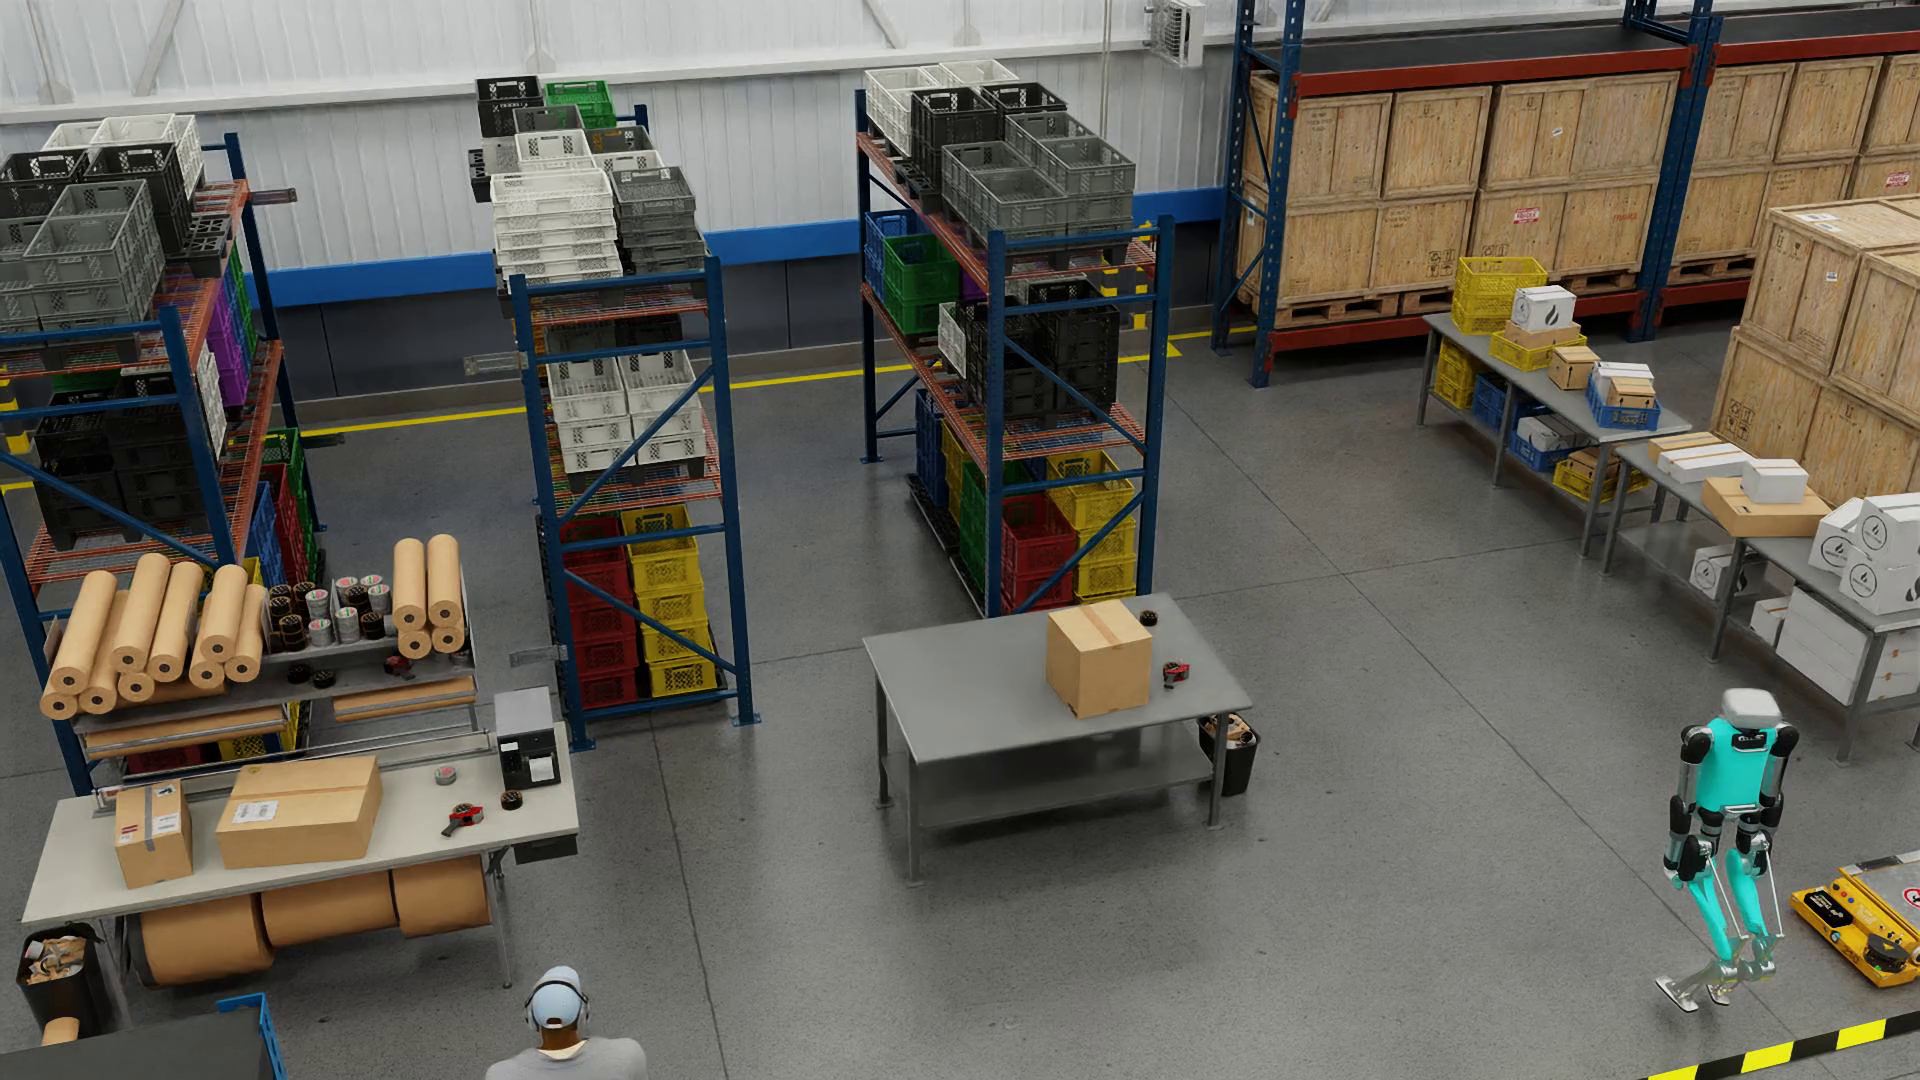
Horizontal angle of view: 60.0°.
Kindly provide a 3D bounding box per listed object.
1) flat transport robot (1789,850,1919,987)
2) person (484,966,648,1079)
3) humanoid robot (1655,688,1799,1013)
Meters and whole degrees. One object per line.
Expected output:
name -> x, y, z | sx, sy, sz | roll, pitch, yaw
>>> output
flat transport robot -> 5.163, 1.916, 8.676 | 1.431, 0.231, 0.659 | -8, 30, -14
person -> -1.427, 2.339, 6.261 | 0.596, 1.850, 0.397 | -8, 30, -15
humanoid robot -> 3.604, 1.540, 7.694 | 0.533, 1.677, 0.735 | -3, 29, -5
